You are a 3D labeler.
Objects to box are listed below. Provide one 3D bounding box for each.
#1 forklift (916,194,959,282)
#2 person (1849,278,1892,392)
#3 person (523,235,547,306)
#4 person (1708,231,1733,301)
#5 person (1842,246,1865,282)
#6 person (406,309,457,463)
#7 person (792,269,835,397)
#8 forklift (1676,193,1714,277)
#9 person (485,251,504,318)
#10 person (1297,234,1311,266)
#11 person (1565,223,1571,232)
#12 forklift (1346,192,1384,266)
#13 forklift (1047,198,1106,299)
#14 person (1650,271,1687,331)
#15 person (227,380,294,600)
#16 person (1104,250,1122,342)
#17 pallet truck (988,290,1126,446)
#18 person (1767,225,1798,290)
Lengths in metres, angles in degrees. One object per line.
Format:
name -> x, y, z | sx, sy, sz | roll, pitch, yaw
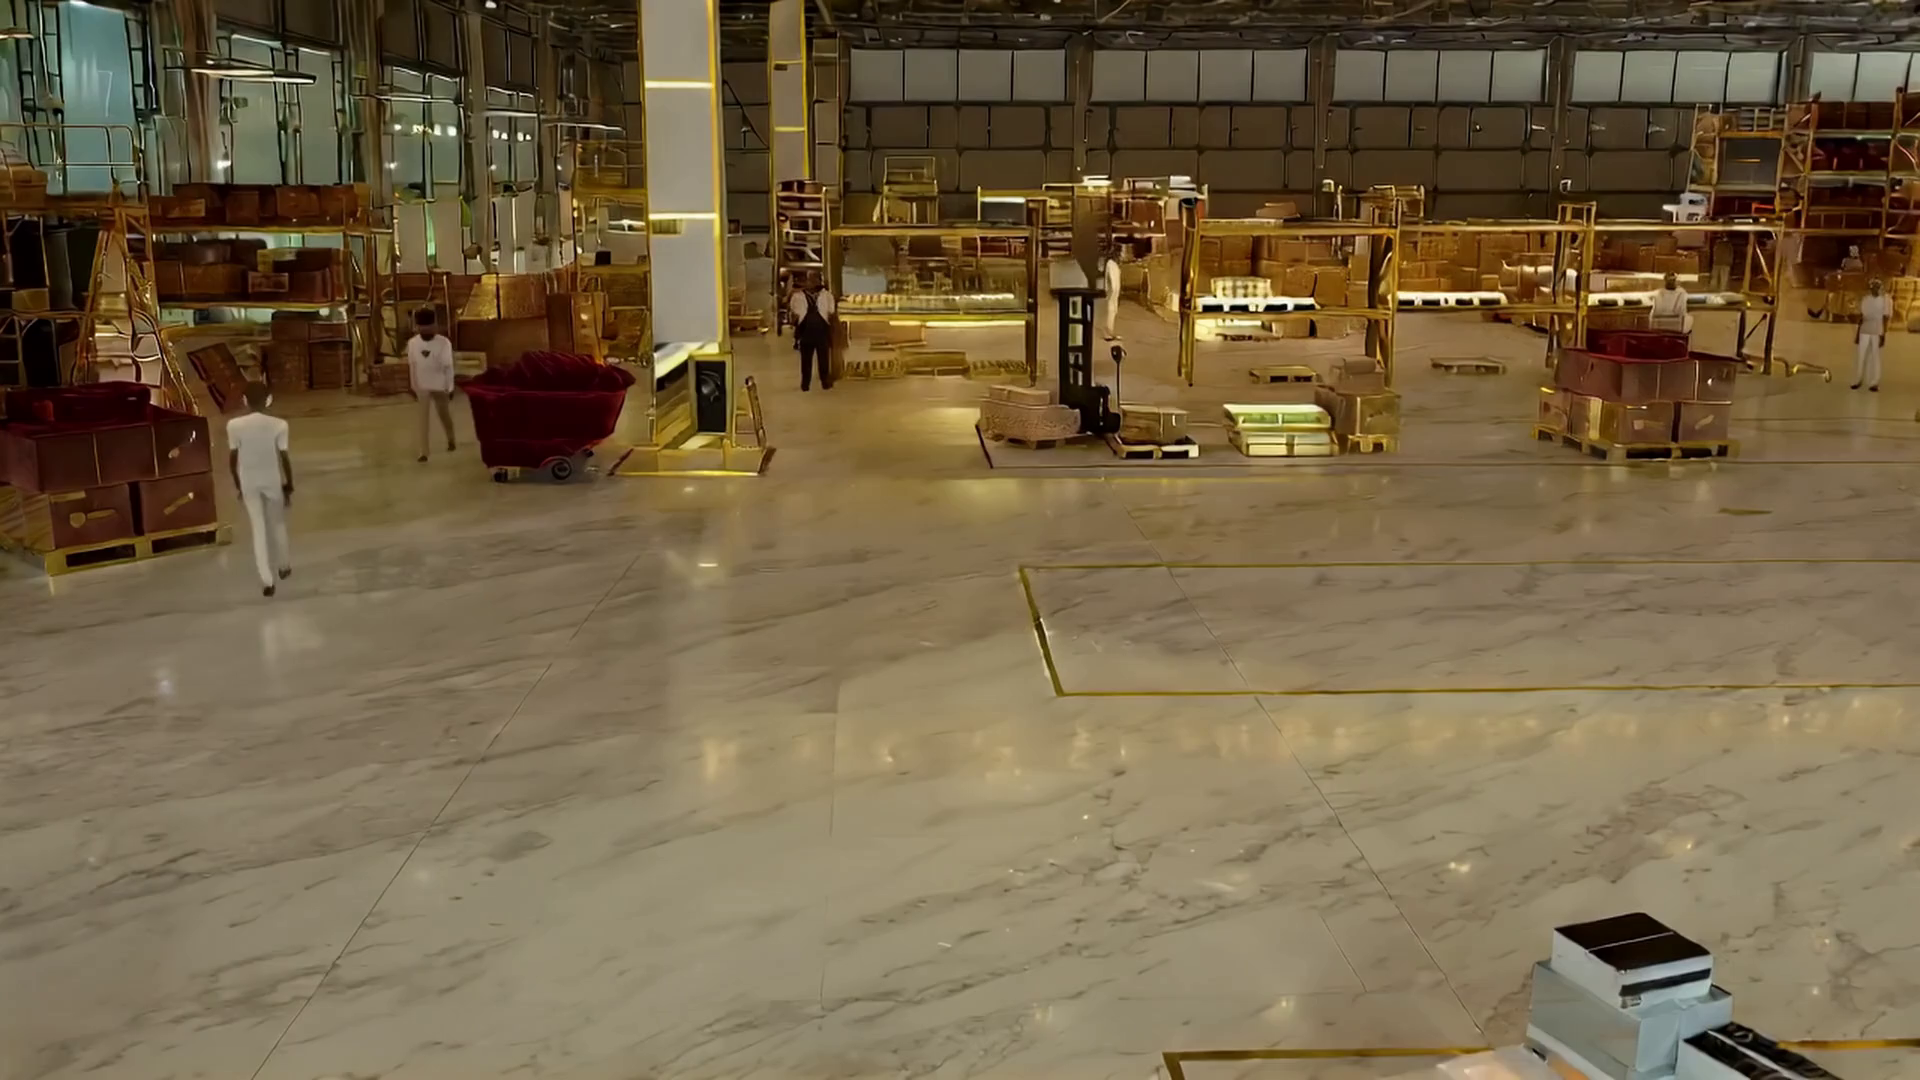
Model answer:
forklift -> -1.064, -9.830, 54.104 | 1.873, 2.768, 1.129 | -7, 14, -28
person -> 14.911, -3.354, 27.199 | 0.320, 1.858, 0.522 | -7, 14, -29
person -> -11.354, -7.204, 44.489 | 0.594, 1.901, 0.855 | -3, 13, -15
person -> 21.098, -7.596, 46.162 | 0.630, 1.940, 0.372 | 8, 15, 33
person -> 23.081, -6.748, 42.950 | 0.540, 1.667, 0.741 | -3, 13, -12
person -> -6.582, -1.953, 20.810 | 0.588, 1.898, 0.868 | 0, 12, 2
person -> -2.333, -3.313, 26.589 | 0.673, 2.000, 0.536 | 0, 12, 0
forklift -> 24.812, -10.339, 56.403 | 1.129, 2.768, 1.873 | -2, 13, -8
person -> -11.473, -6.268, 40.868 | 0.517, 1.633, 0.313 | 11, 17, 41
person -> 9.716, -7.869, 47.395 | 0.635, 1.935, 0.349 | -8, 15, -33
person -> 21.766, -10.583, 59.867 | 0.554, 1.861, 1.048 | -10, 16, -39
forklift -> 14.688, -11.093, 59.807 | 1.129, 2.768, 1.873 | 0, 12, -2
forklift -> 3.425, -8.208, 46.778 | 1.873, 2.768, 1.129 | 0, 12, -2
person -> 12.115, -3.658, 28.510 | 0.355, 1.883, 0.574 | -12, 17, -43
person -> -5.942, -0.451, 14.185 | 0.498, 1.820, 0.947 | -5, 13, -20
person -> 3.229, -5.157, 35.154 | 0.354, 1.936, 0.636 | -1, 13, -5
pallet truck -> 1.257, -2.299, 22.111 | 1.885, 1.965, 0.823 | -9, 15, -35
person -> 25.207, -8.606, 50.717 | 0.618, 1.952, 1.026 | -3, 13, -15
